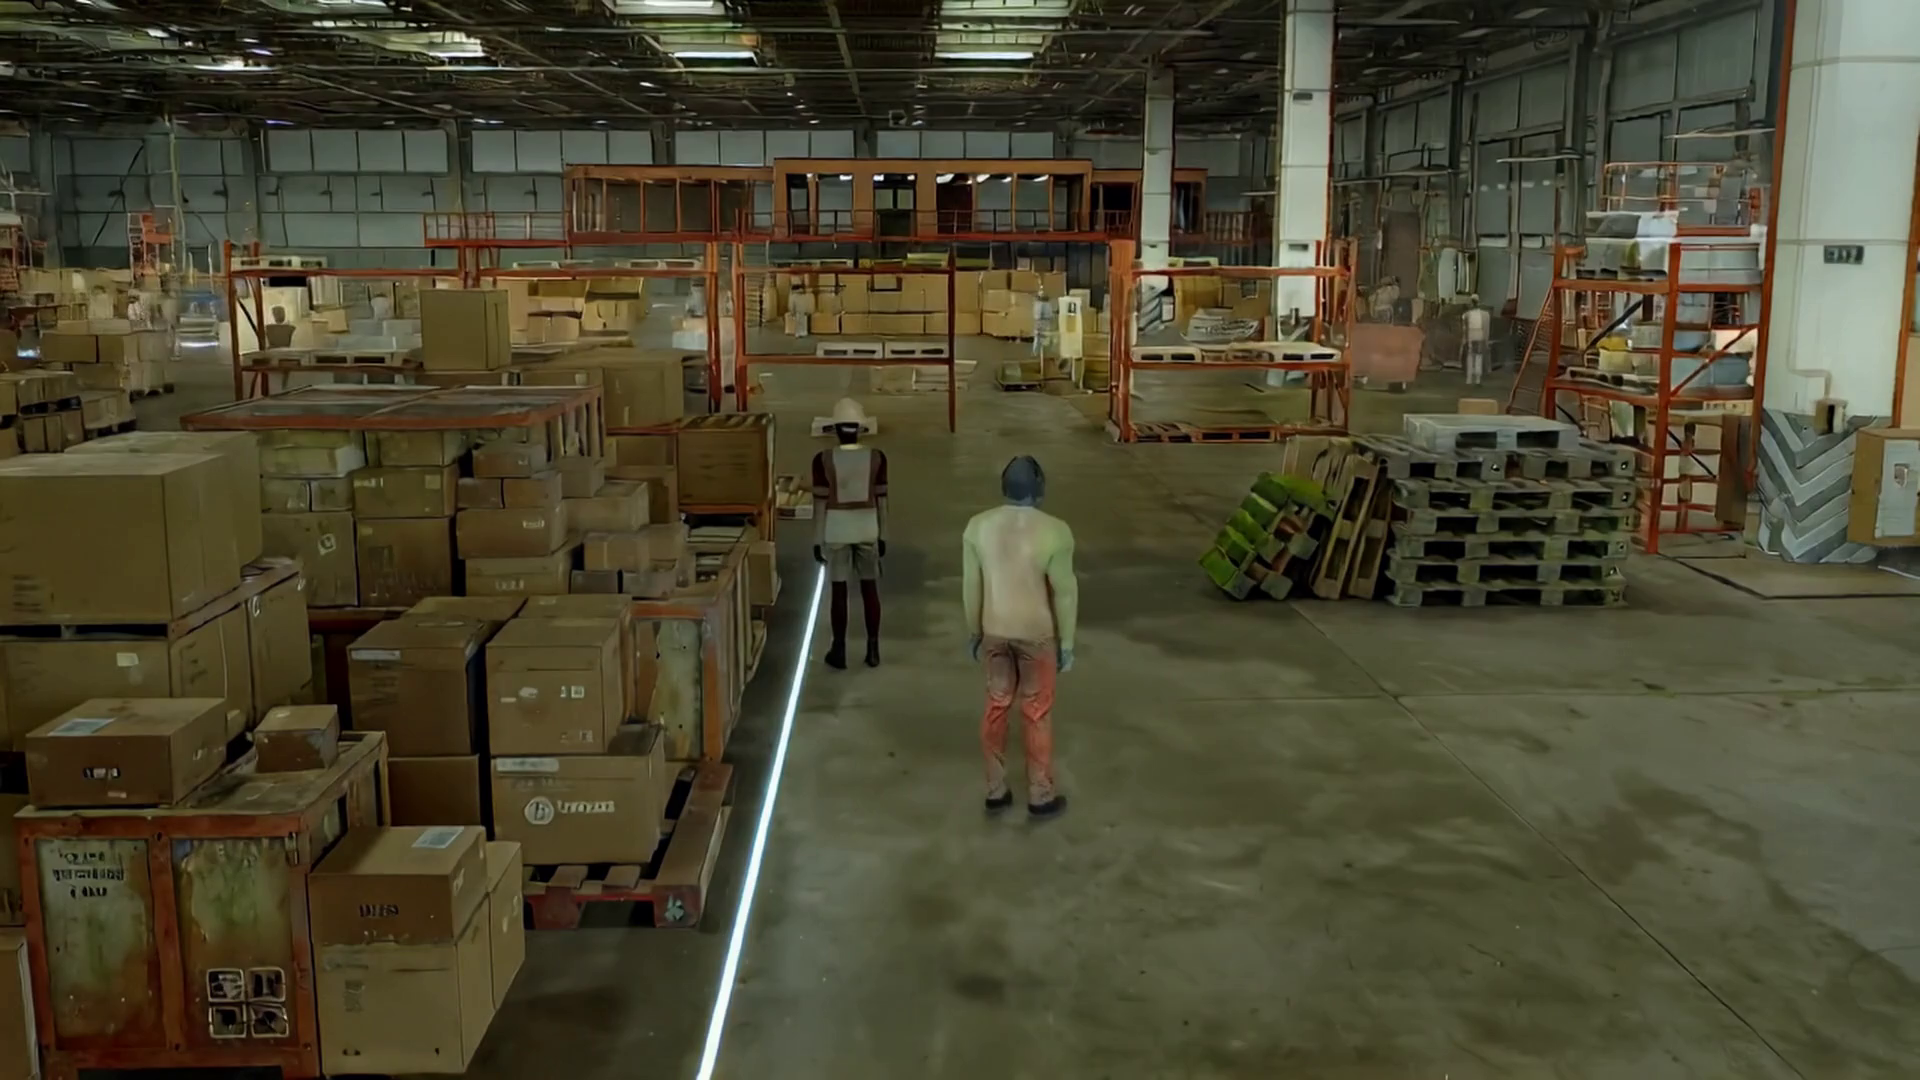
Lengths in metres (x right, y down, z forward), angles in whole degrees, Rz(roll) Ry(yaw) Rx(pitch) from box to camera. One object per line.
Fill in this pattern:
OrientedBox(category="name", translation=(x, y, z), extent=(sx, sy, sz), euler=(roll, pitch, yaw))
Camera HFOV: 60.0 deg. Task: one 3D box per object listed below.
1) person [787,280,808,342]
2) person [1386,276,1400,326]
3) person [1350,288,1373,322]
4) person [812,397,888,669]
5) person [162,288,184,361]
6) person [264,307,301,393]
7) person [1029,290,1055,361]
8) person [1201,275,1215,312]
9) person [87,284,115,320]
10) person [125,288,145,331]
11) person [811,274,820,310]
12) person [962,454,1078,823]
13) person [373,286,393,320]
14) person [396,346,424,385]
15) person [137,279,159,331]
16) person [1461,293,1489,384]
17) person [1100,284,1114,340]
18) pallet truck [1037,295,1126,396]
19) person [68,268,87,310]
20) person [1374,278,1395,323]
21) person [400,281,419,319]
OrientedBox(category="person", translation=(-4.965, -7.014, 50.906), extent=(0.673, 1.871, 1.000), euler=(0, 10, 2))
OrientedBox(category="person", translation=(14.164, -7.684, 54.458), extent=(0.585, 1.922, 0.372), euler=(-4, 11, -22))
OrientedBox(category="person", translation=(10.734, -5.843, 44.509), extent=(0.617, 1.815, 0.895), euler=(2, 10, 13))
OrientedBox(category="person", translation=(-0.787, -0.045, 11.853), extent=(0.543, 1.939, 0.361), euler=(-3, 11, -15))
OrientedBox(category="person", translation=(-20.074, -5.481, 42.389), extent=(0.521, 1.857, 0.457), euler=(3, 11, 17))
OrientedBox(category="person", translation=(-12.127, -3.223, 29.780), extent=(0.595, 1.868, 1.021), euler=(0, 10, -3))
OrientedBox(category="person", translation=(2.111, -5.498, 42.605), extent=(0.840, 1.814, 0.623), euler=(-5, 12, -28))
OrientedBox(category="person", translation=(10.668, -10.773, 71.499), extent=(0.612, 1.986, 0.407), euler=(3, 11, 18))
OrientedBox(category="person", translation=(-21.331, -5.366, 41.334), extent=(0.613, 1.997, 0.385), euler=(-5, 11, -27))
OrientedBox(category="person", translation=(-19.979, -5.146, 40.308), extent=(0.577, 1.924, 0.399), euler=(5, 11, 27))
OrientedBox(category="person", translation=(-5.273, -8.798, 60.766), extent=(0.355, 1.887, 0.573), euler=(1, 10, 8))
OrientedBox(category="person", translation=(0.317, 0.515, 8.739), extent=(0.635, 1.936, 0.355), euler=(5, 11, 25))
OrientedBox(category="person", translation=(-15.515, -5.904, 44.728), extent=(0.552, 1.853, 0.438), euler=(-2, 10, -13))
OrientedBox(category="person", translation=(-5.806, -1.152, 18.082), extent=(0.615, 1.913, 0.449), euler=(-2, 10, -12))
OrientedBox(category="person", translation=(-23.331, -6.509, 47.785), extent=(0.607, 1.966, 0.373), euler=(-7, 12, -34))
OrientedBox(category="person", translation=(11.036, -4.321, 35.684), extent=(0.551, 1.934, 0.373), euler=(1, 10, 5))
OrientedBox(category="person", translation=(4.522, -7.020, 51.257), extent=(0.486, 1.744, 0.311), euler=(-7, 12, -34))
OrientedBox(category="pallet truck", translation=(2.483, -3.881, 33.060), extent=(1.885, 1.965, 0.823), euler=(-7, 13, -36))
OrientedBox(category="person", translation=(-39.429, -11.203, 74.230), extent=(0.407, 1.874, 0.797), euler=(2, 10, 12))
OrientedBox(category="person", translation=(13.255, -7.225, 51.987), extent=(0.625, 1.902, 1.015), euler=(7, 12, 33))
OrientedBox(category="person", translation=(-15.361, -6.273, 46.557), extent=(0.368, 1.933, 0.552), euler=(9, 13, 40))
